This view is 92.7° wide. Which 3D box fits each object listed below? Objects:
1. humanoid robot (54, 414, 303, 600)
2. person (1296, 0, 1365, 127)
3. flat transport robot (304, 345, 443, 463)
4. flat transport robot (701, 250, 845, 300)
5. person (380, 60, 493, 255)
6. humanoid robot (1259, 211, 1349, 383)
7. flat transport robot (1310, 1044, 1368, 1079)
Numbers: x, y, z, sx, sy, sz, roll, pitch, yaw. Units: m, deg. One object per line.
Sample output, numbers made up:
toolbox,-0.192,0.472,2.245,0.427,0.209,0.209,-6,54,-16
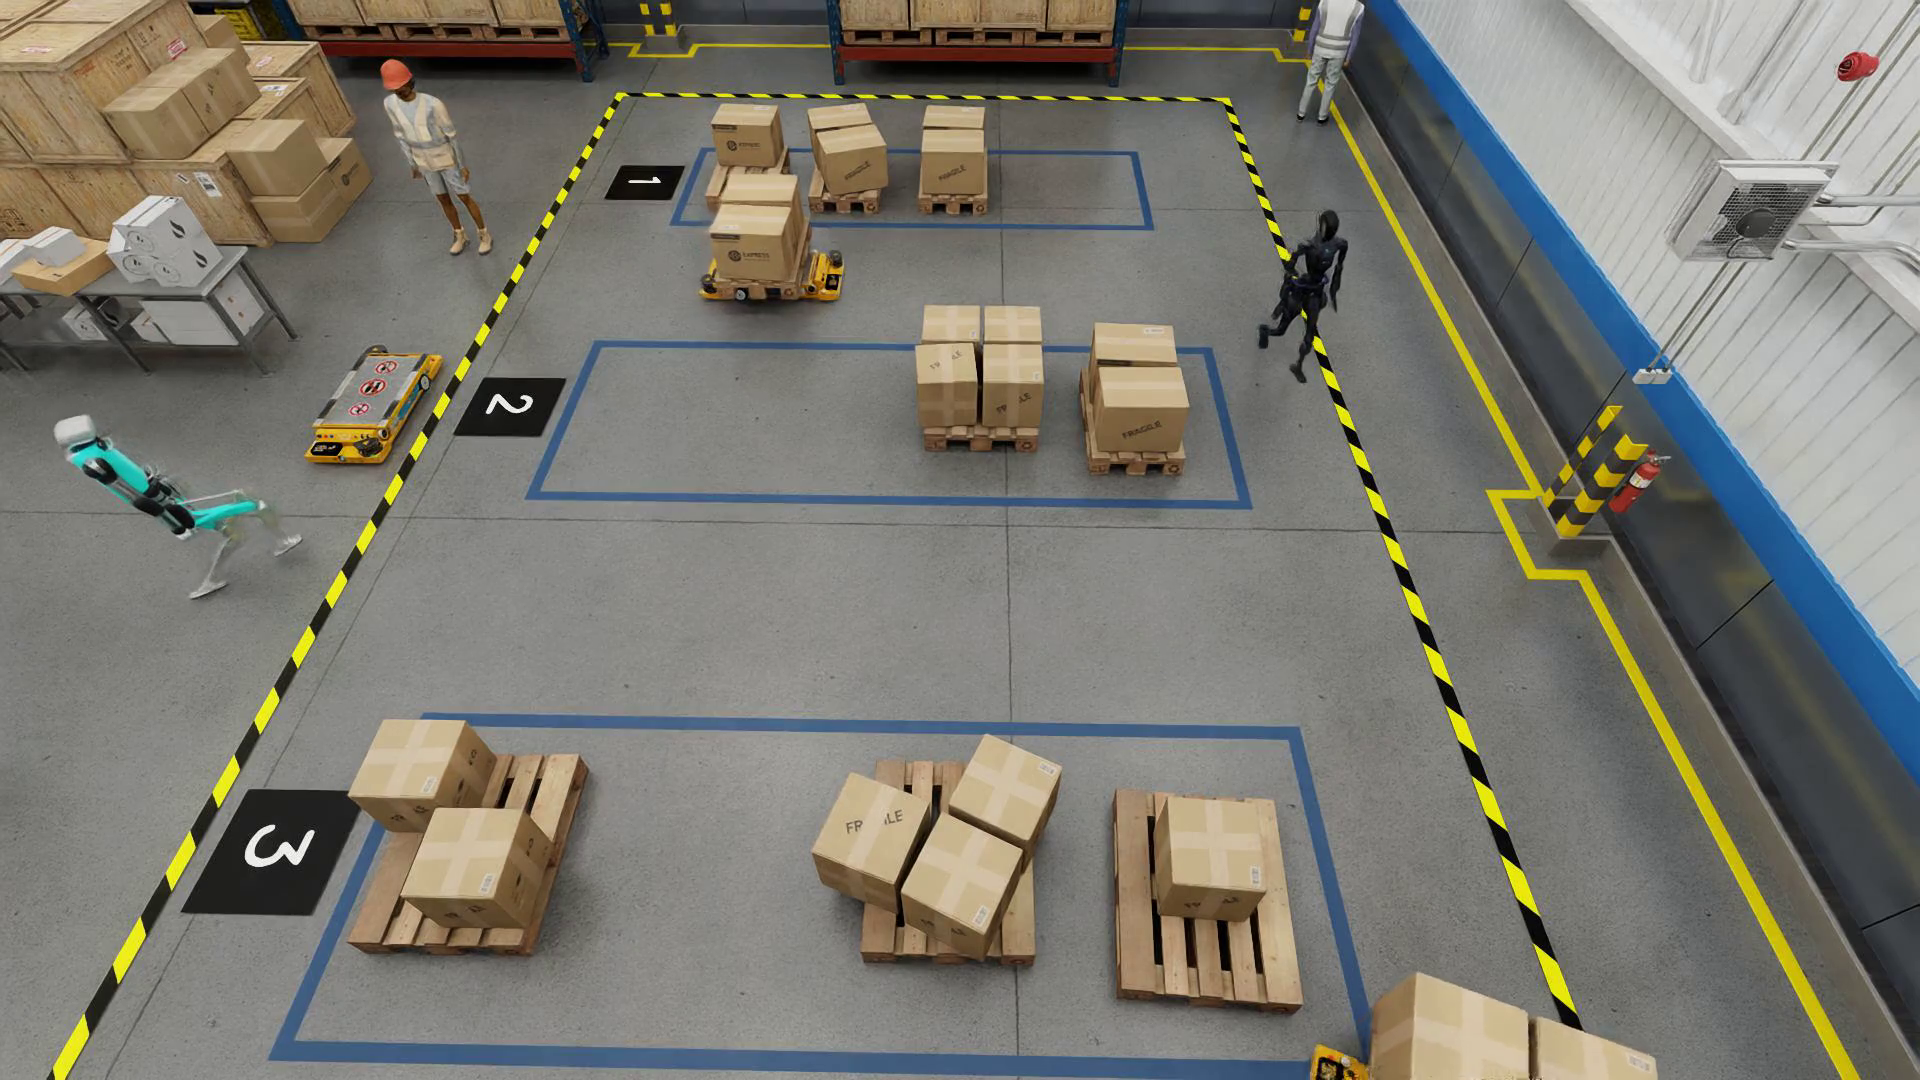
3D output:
humanoid robot,-5.567,-0.322,6.721,1.045,1.769,0.534,-36,59,-27
person,4.687,-6.194,11.588,0.585,1.825,0.404,20,53,16
flat transport robot,-5.383,-1.269,8.441,0.659,0.231,1.431,1,50,1
flat transport robot,-1.980,-2.830,9.744,1.431,0.197,0.652,1,50,1
person,-5.451,-3.926,9.529,0.613,2.041,0.375,0,50,0
humanoid robot,3.167,-2.288,8.400,0.607,1.633,0.702,-9,50,-7
flat transport robot,2.514,3.181,4.657,1.431,0.197,0.652,16,52,13
